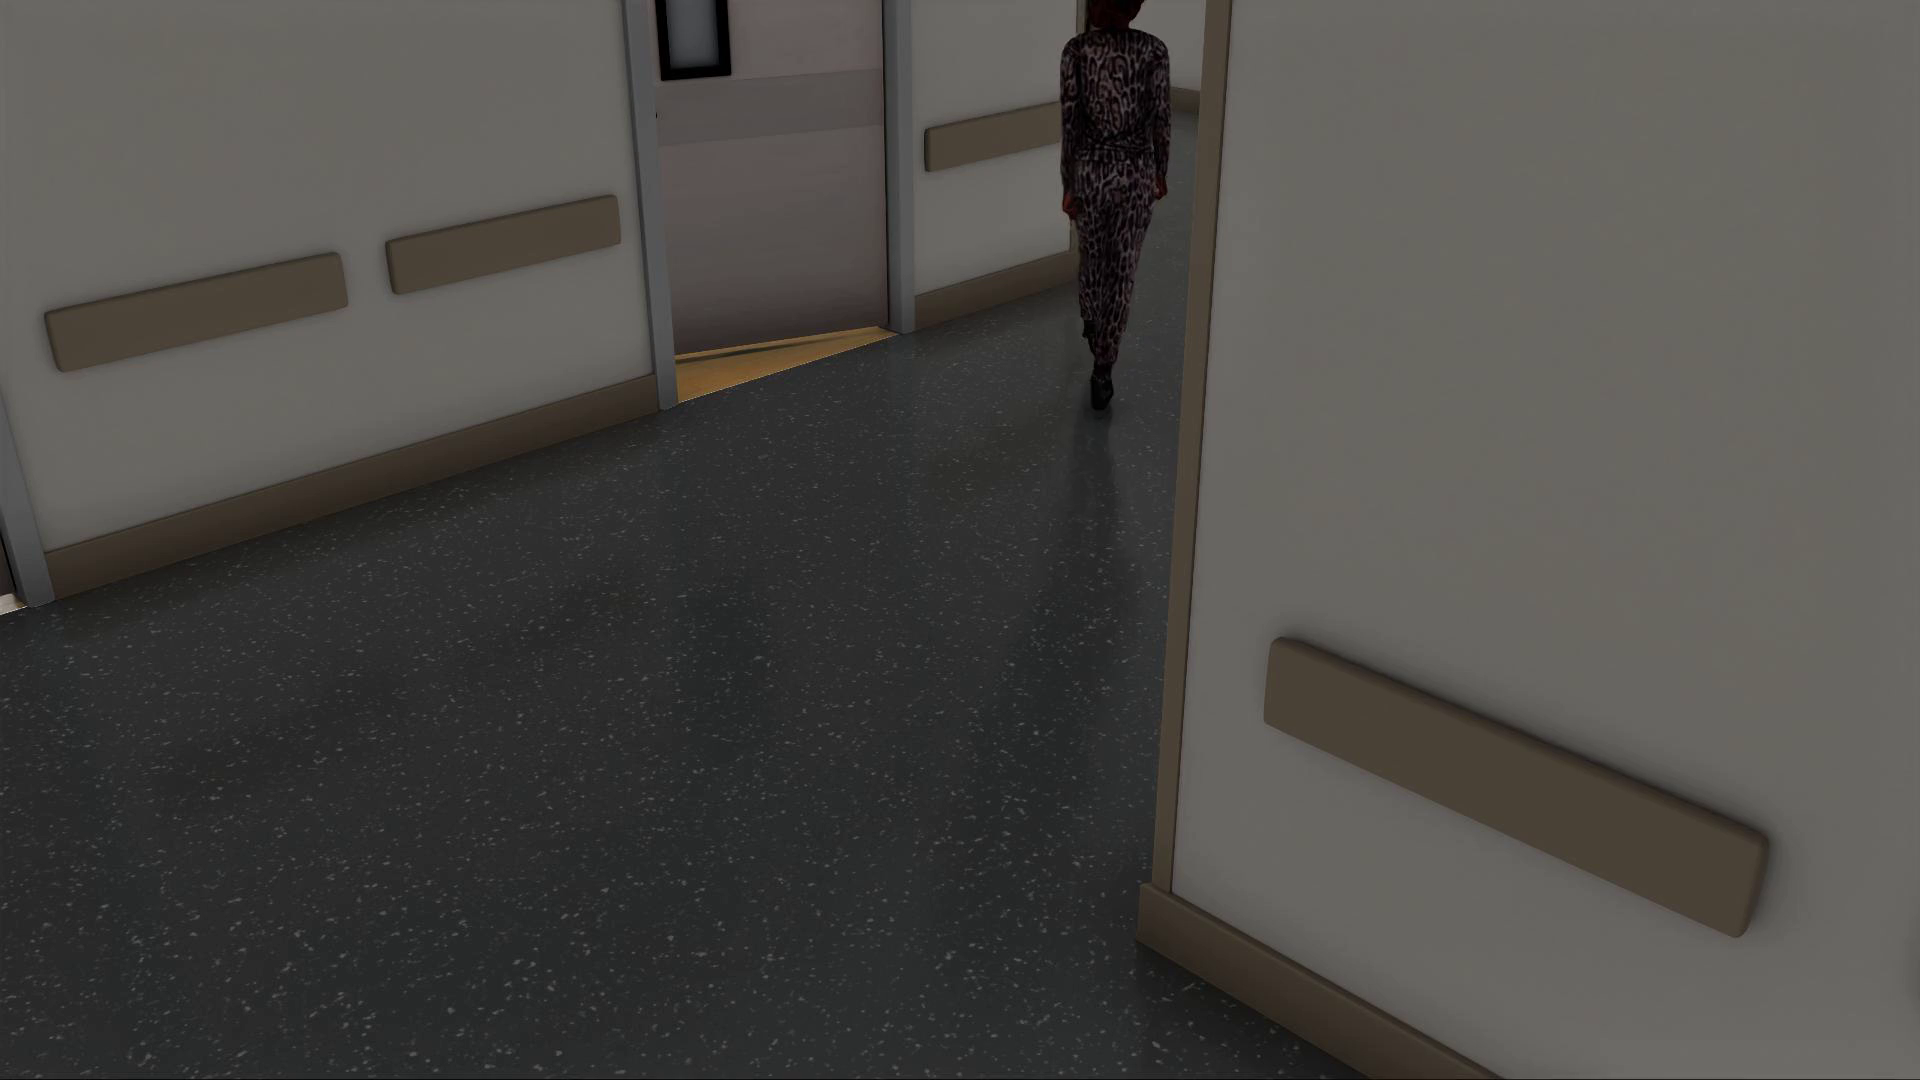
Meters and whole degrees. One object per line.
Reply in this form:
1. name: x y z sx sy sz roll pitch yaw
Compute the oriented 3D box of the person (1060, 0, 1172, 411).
1. person: 0.586 -1.327 6.446 0.928 1.676 1.122 6 26 12
